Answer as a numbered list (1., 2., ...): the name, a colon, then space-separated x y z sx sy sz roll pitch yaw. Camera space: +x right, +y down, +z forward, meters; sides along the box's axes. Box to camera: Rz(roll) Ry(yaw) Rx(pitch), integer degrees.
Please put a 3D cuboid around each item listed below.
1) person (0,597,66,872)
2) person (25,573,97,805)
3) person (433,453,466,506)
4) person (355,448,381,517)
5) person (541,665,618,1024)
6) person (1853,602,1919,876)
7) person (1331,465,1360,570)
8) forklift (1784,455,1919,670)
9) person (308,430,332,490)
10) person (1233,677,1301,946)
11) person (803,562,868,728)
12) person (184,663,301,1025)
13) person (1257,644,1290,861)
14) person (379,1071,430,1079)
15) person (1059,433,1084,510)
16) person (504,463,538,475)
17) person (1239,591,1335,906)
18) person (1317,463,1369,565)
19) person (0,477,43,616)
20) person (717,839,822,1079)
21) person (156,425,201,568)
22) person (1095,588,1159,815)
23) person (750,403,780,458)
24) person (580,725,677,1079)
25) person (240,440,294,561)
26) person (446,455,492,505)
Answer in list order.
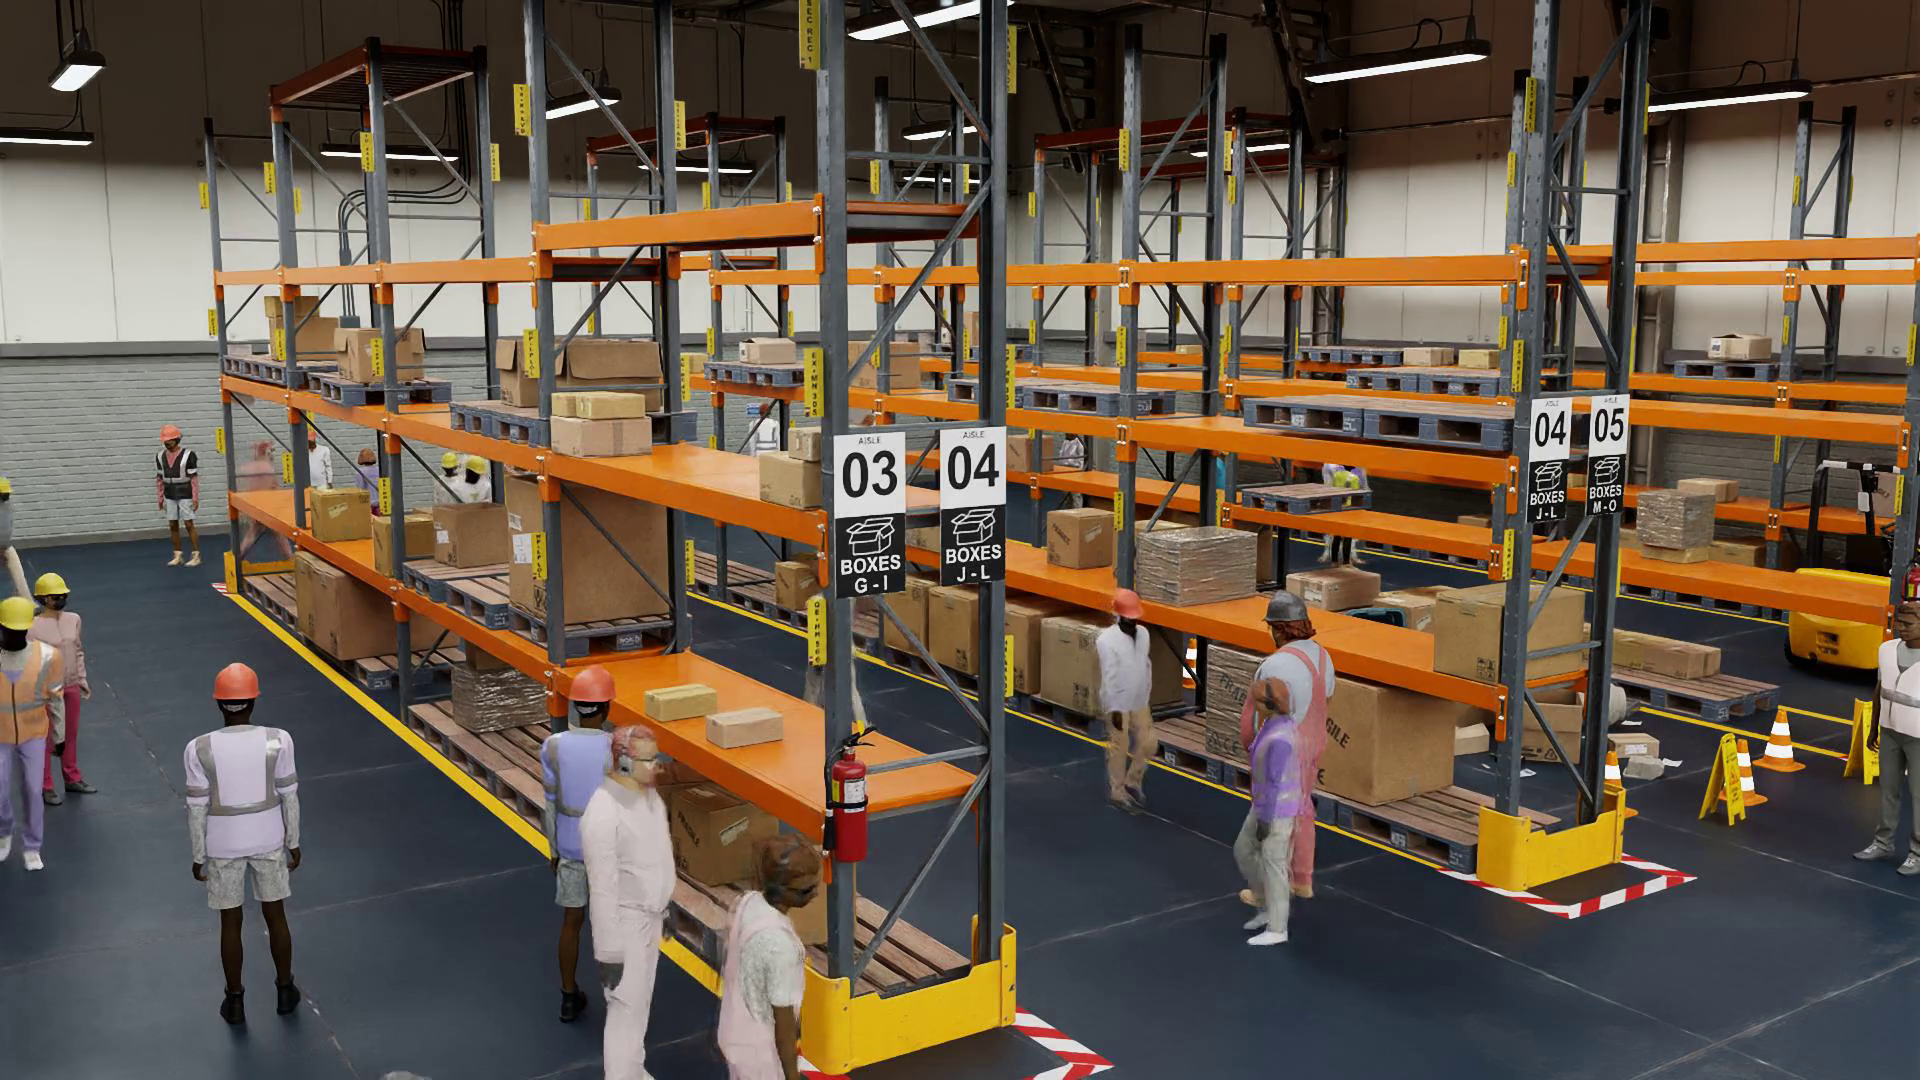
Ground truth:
1. person: -6.350 1.299 11.195 0.619 1.896 0.585 -5 10 -31
2. person: -6.919 1.128 12.755 0.305 1.772 0.527 3 9 20
3. person: -6.842 -0.299 22.369 0.523 1.733 0.640 0 9 1
4. person: -8.564 -0.516 24.144 0.264 1.632 0.507 5 10 28
5. person: -1.945 1.627 8.905 0.541 1.929 0.381 2 9 11
6. person: 6.404 1.321 11.211 0.375 1.843 0.575 -3 9 -22
7. person: 5.369 -0.394 23.121 0.318 1.695 0.539 -4 9 -23
8. forklift: 9.643 0.253 17.172 2.313 2.155 1.214 -6 10 -33
9. person: -10.340 -0.935 26.600 0.573 1.738 0.352 -3 9 -20
10. person: 1.828 1.621 9.944 0.406 1.627 0.526 0 9 1
11. person: -1.103 0.978 14.339 0.513 1.593 0.893 -7 11 -40
12. person: -3.841 1.617 8.937 0.552 1.935 0.374 -4 10 -26
13. person: 2.219 1.366 11.446 0.319 1.688 0.538 -3 9 -18
14. person: -1.319 2.283 4.162 0.561 2.000 0.701 4 9 24
15. person: 1.807 -1.053 27.049 0.404 1.837 0.590 -5 10 -30
16. person: -6.456 -0.740 24.456 0.625 2.005 1.024 -4 10 -27
17. person: 2.056 1.313 10.618 0.535 2.000 0.684 8 11 41
18. person: 5.487 -0.540 23.749 0.698 1.810 0.431 0 9 0
19. person: -11.248 0.121 19.606 0.884 1.715 0.513 2 9 13
20. person: -0.866 2.044 6.556 0.633 1.803 0.587 -4 9 -25
21. person: -11.073 -0.614 23.512 0.611 2.029 0.409 1 9 7
22. person: 1.255 1.202 12.389 0.567 1.725 0.394 -7 11 -39
23. person: -3.513 -1.537 30.214 0.605 1.876 0.608 -1 9 -6
24. person: -1.510 1.807 7.852 0.449 1.899 0.672 1 9 8
25. person: -9.631 -0.453 23.021 0.645 1.867 1.003 8 11 42
26. person: -6.170 -0.142 20.858 0.588 1.880 0.774 -8 12 -43
